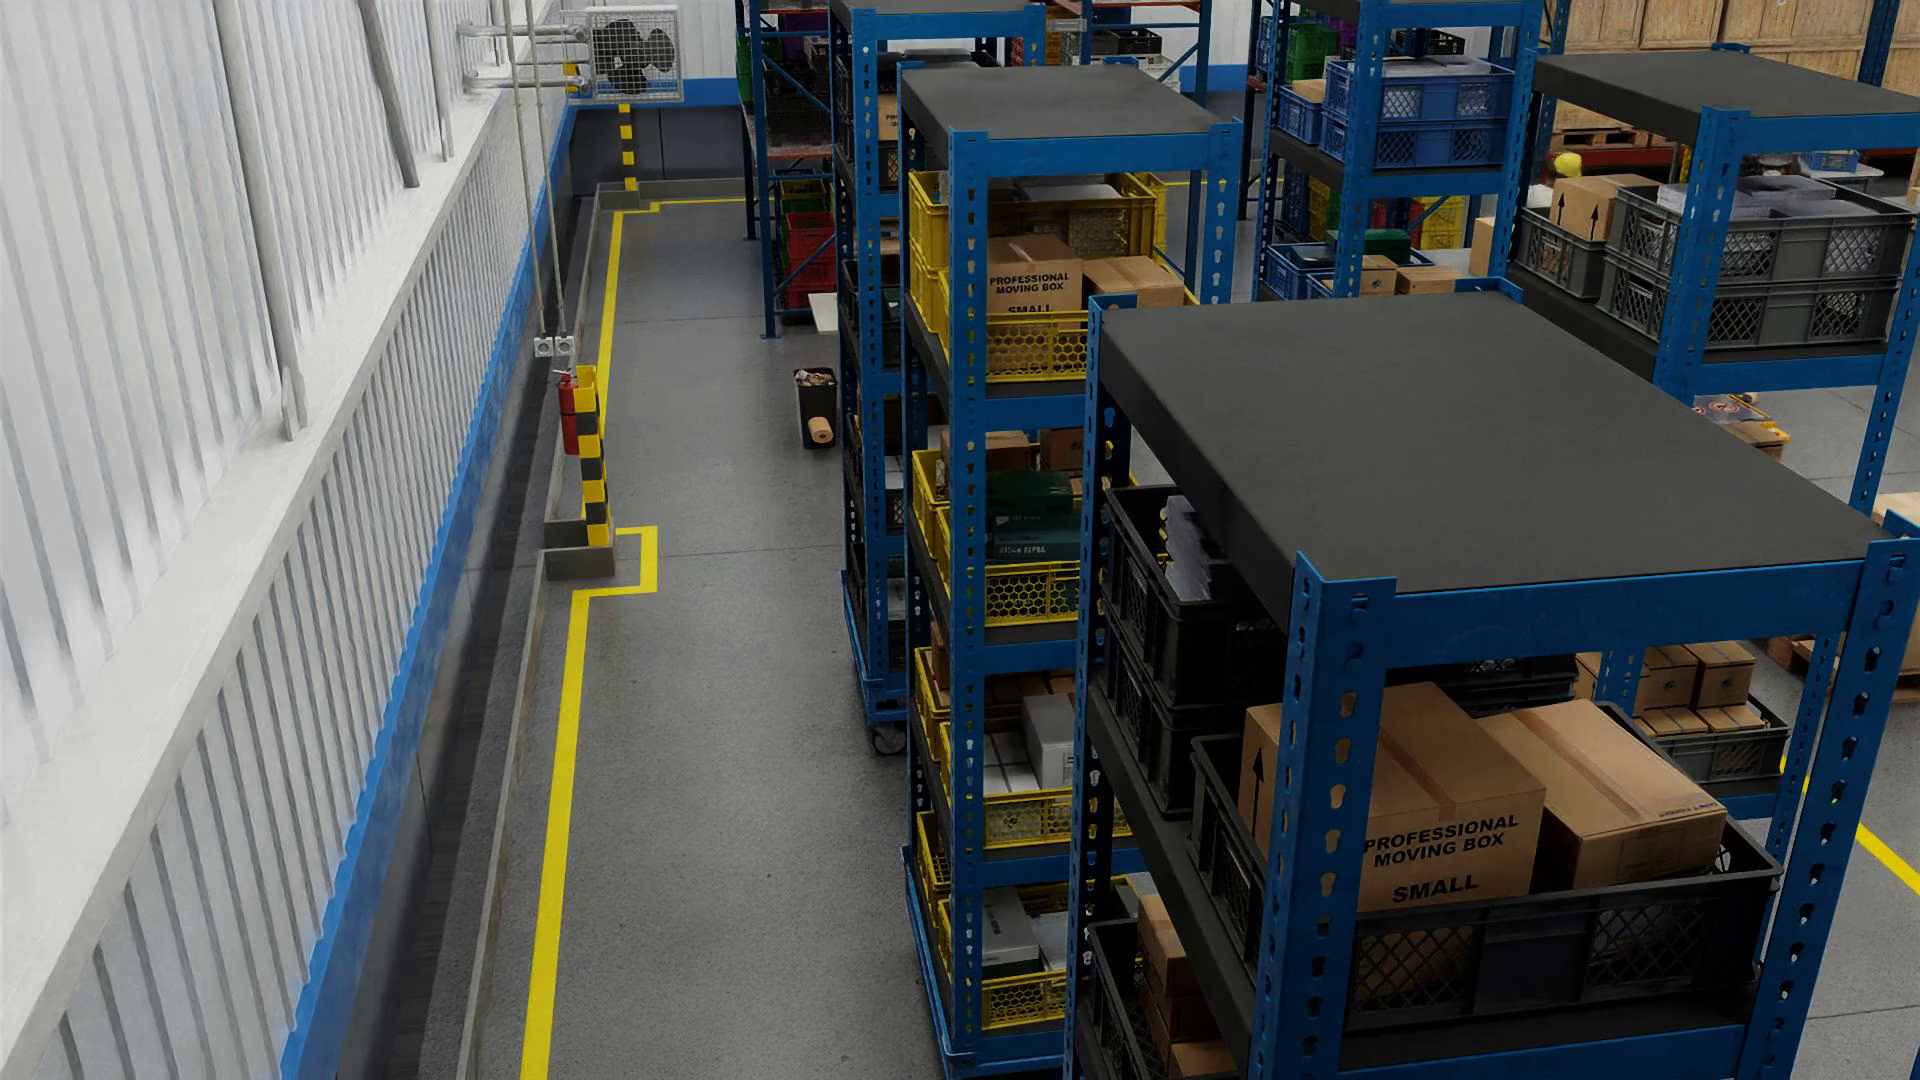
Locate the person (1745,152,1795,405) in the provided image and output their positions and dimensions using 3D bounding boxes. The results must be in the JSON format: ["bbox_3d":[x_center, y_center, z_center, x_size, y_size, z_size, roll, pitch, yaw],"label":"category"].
[{"bbox_3d":[6.000,-2.029,12.591,0.674,2.000,0.536,11,27,23],"label":"person"}]

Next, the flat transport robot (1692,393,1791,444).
[{"bbox_3d":[5.224,-0.859,12.132,1.431,0.197,0.652,-4,25,-8],"label":"flat transport robot"}]

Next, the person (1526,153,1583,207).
[{"bbox_3d":[4.682,-2.338,13.641,0.371,1.716,0.720,-17,30,-32],"label":"person"}]

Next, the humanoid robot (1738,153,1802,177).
[{"bbox_3d":[7.245,-2.928,15.000,0.577,1.640,0.533,-1,25,-1],"label":"humanoid robot"}]
